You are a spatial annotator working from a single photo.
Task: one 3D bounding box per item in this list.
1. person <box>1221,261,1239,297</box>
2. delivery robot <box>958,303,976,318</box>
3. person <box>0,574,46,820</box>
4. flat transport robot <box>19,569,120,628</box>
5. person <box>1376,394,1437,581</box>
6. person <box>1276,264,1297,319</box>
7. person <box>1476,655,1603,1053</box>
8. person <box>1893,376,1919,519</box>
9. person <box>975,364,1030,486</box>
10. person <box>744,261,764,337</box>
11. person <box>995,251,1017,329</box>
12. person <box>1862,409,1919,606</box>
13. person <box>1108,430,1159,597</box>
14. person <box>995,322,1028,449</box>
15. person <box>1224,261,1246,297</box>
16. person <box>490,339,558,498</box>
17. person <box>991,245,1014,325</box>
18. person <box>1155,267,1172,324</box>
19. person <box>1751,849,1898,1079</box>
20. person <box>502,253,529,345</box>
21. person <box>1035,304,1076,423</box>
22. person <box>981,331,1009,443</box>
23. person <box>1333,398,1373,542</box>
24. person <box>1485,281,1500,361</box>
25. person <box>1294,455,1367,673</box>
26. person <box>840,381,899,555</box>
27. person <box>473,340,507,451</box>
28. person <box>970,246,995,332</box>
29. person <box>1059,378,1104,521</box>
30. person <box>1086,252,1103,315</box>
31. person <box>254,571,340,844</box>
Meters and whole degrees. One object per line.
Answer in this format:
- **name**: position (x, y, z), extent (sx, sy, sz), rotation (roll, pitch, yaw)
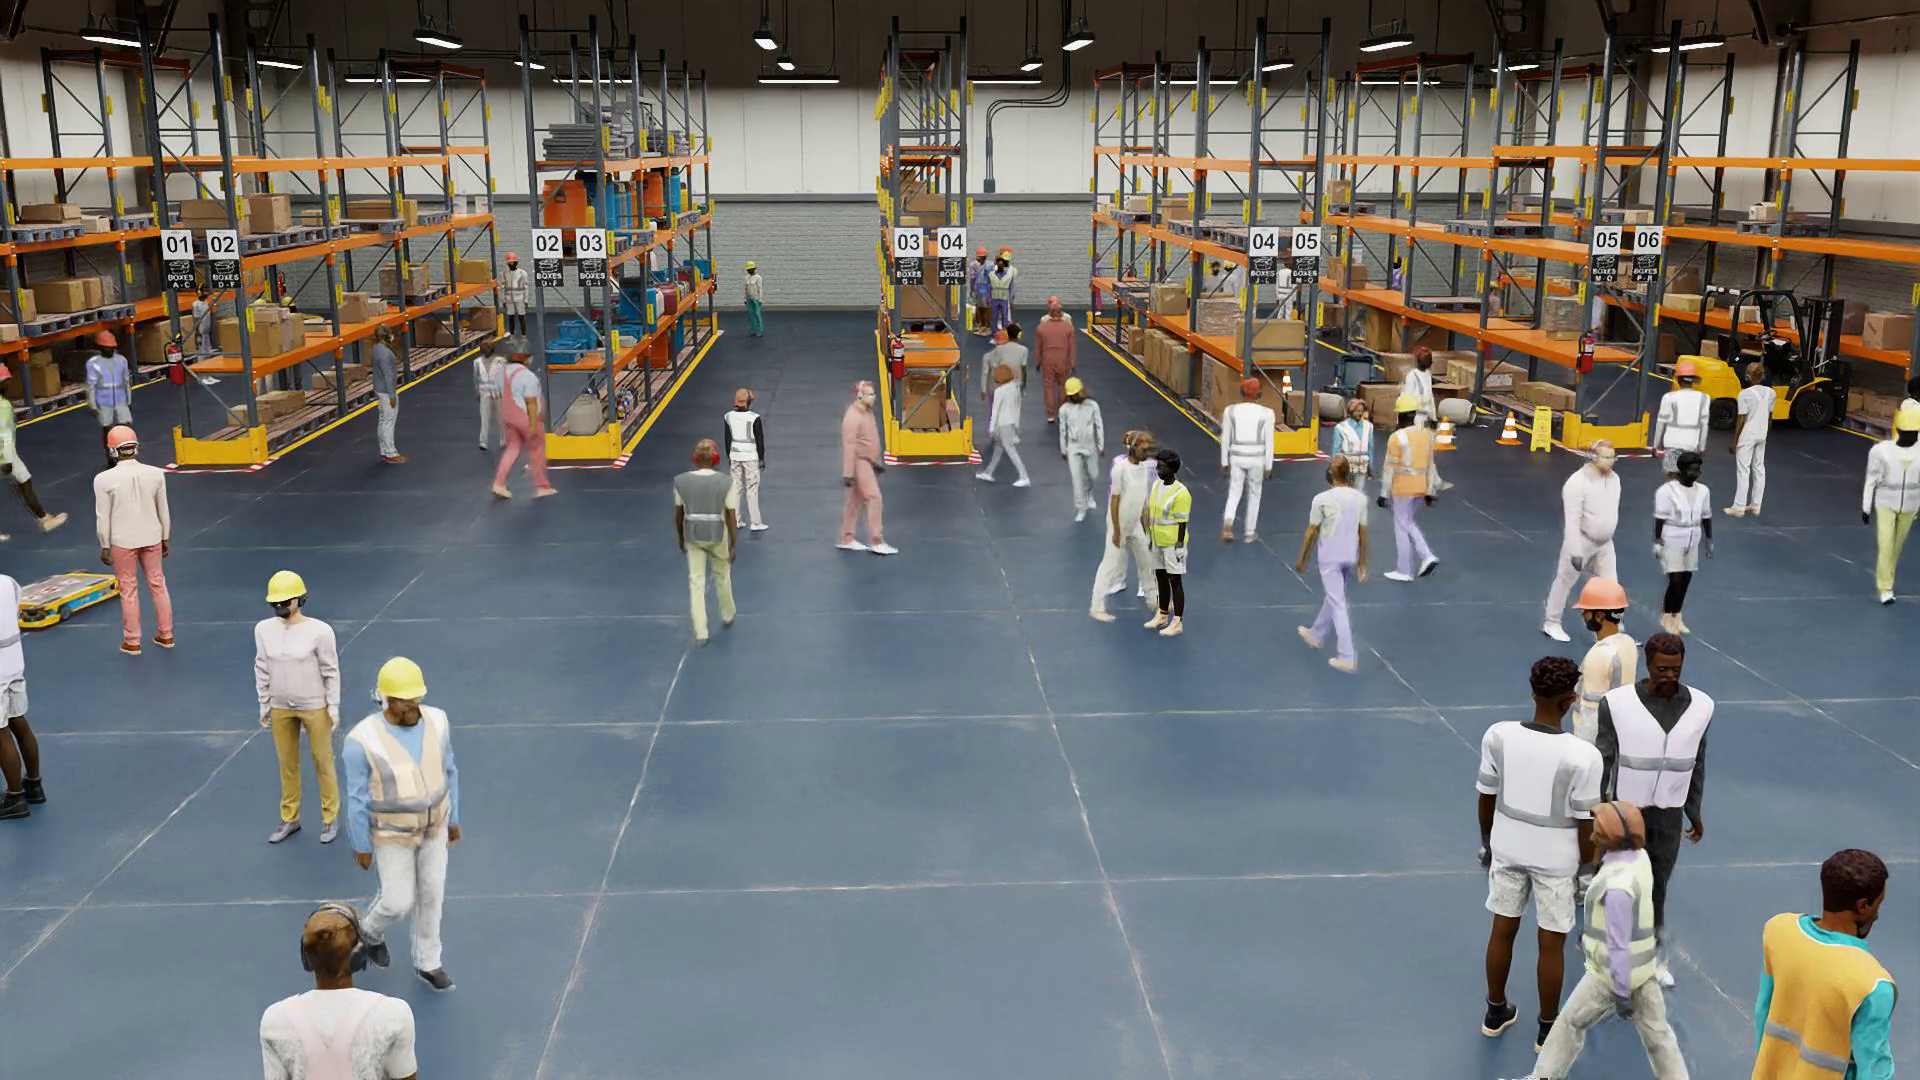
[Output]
- **person**: position (6.190, -5.559, 38.401), extent (0.525, 1.771, 0.303), rotation (10, 16, 35)
- **delivery robot**: position (0.061, -5.759, 41.647), extent (0.707, 0.478, 0.477), rotation (2, 13, 7)
- **person**: position (-6.301, 0.867, 10.816), extent (0.376, 1.936, 0.549), rotation (0, 13, -1)
- **flat transport robot**: position (-8.558, 0.543, 15.759), extent (0.652, 0.197, 1.431), rotation (2, 13, 8)
- **person**: position (4.504, -0.506, 16.716), extent (0.580, 1.903, 0.499), rotation (-10, 17, -36)
- **person**: position (7.476, -5.546, 38.121), extent (0.346, 1.879, 0.580), rotation (-9, 16, -33)
- **person**: position (2.786, 1.508, 8.037), extent (0.373, 1.966, 0.607), rotation (-13, 18, -43)
- **person**: position (11.222, -1.102, 19.672), extent (0.319, 1.698, 0.532), rotation (4, 14, 15)
- **person**: position (0.564, -1.494, 21.592), extent (0.886, 1.580, 0.507), rotation (7, 15, 28)
- **person**: position (-4.780, -5.569, 38.474), extent (0.525, 1.760, 0.338), rotation (9, 16, 34)
- **person**: position (1.070, -5.983, 39.952), extent (0.588, 1.899, 0.928), rotation (0, 13, 1)
- **person**: position (9.013, -0.315, 15.945), extent (0.611, 1.873, 0.981), rotation (4, 14, 15)
- **person**: position (1.692, -0.264, 16.247), extent (0.515, 1.641, 0.309), rotation (7, 15, 27)
- **person**: position (0.722, -2.258, 24.288), extent (0.539, 1.836, 0.919), rotation (1, 13, 6)
- **person**: position (6.934, -6.386, 41.652), extent (0.673, 1.878, 0.704), rotation (10, 16, 35)
- **person**: position (-5.493, -1.514, 20.682), extent (0.691, 2.000, 0.876), rotation (10, 17, 36)
- **person**: position (1.069, -6.157, 40.395), extent (0.679, 2.018, 0.642), rotation (1, 13, 3)
- **person**: position (4.641, -5.481, 38.344), extent (0.513, 1.641, 0.309), rotation (11, 17, 38)
- **person**: position (3.085, 2.017, 5.994), extent (0.393, 1.915, 0.591), rotation (-3, 14, -14)
- **person**: position (-9.854, -5.327, 36.828), extent (0.609, 2.044, 0.395), rotation (2, 13, 10)
- **person**: position (1.541, -2.862, 26.761), extent (0.674, 1.859, 0.950), rotation (2, 13, 7)
- **person**: position (0.590, -2.215, 24.377), extent (0.582, 1.695, 0.932), rotation (-1, 13, -6)
- **person**: position (4.328, -0.764, 18.372), extent (0.522, 1.638, 0.310), rotation (-6, 15, -24)
- **person**: position (10.503, -4.225, 32.844), extent (0.348, 1.724, 0.678), rotation (-4, 14, -17)
- **person**: position (3.120, 0.162, 14.114), extent (0.510, 1.794, 0.960), rotation (-6, 15, -26)
- **person**: position (-0.949, -0.779, 17.922), extent (0.821, 1.878, 0.650), rotation (1, 13, 6)
- **person**: position (-6.794, -2.096, 24.112), extent (0.519, 1.587, 0.897), rotation (0, 13, -2)
- **person**: position (0.526, -5.986, 39.643), extent (0.605, 2.035, 0.384), rotation (-2, 13, -10)
- **person**: position (1.426, -1.108, 19.694), extent (0.543, 1.698, 0.676), rotation (0, 13, 0)
- **person**: position (3.550, -6.724, 43.623), extent (0.281, 1.634, 0.498), rotation (-8, 15, -30)
- **person**: position (-4.143, 1.047, 10.421), extent (0.524, 1.769, 0.326), rotation (1, 13, 5)
